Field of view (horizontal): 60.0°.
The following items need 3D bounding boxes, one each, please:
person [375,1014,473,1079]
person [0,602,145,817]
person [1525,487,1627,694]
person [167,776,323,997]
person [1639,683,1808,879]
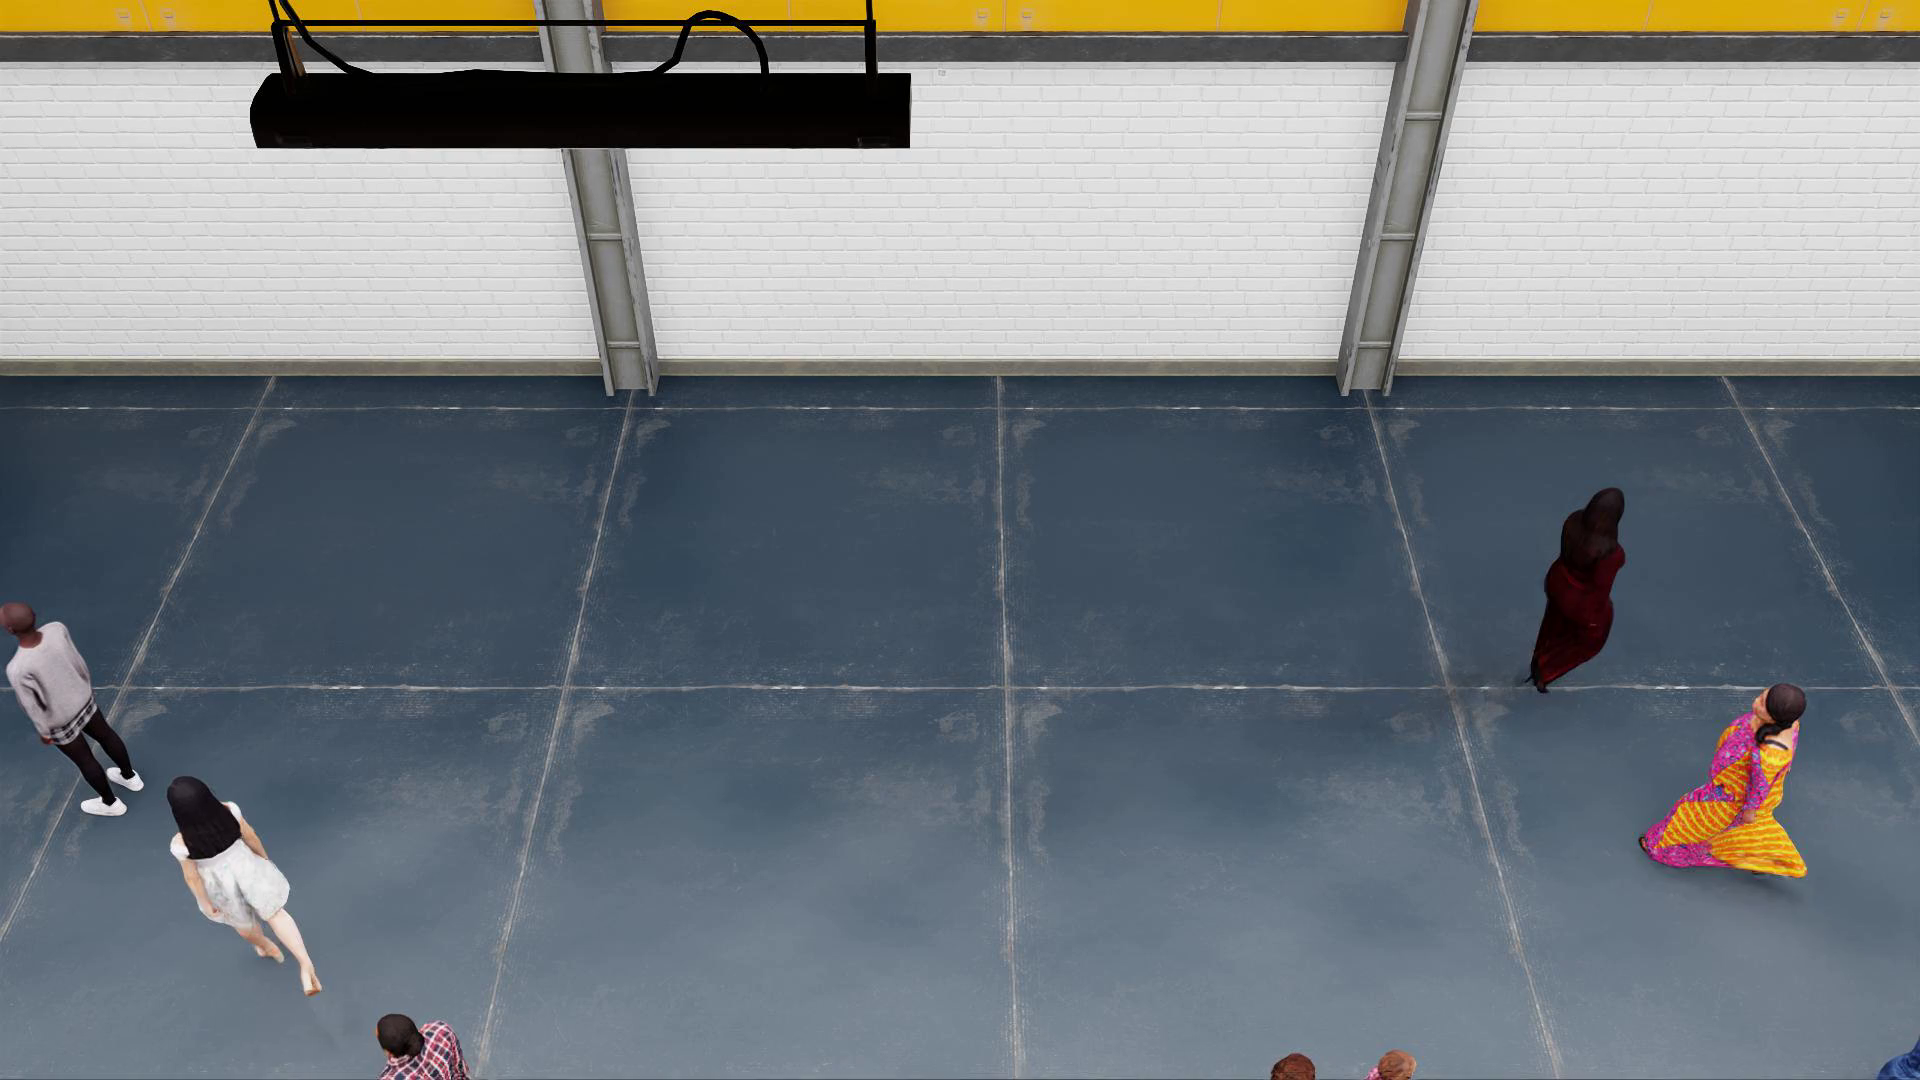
[{"bbox_3d":[-2.504,2.835,8.095,1.003,1.745,0.896,18,47,18],"label":"person"},{"bbox_3d":[-5.359,1.004,9.997,0.626,1.772,0.667,10,45,11],"label":"person"},{"bbox_3d":[3.885,0.377,10.674,0.791,1.746,0.775,-12,45,-13],"label":"person"},{"bbox_3d":[-3.890,1.928,9.043,1.068,1.751,0.984,31,52,29],"label":"person"},{"bbox_3d":[4.628,1.417,9.658,1.235,1.643,1.025,22,48,21],"label":"person"}]
